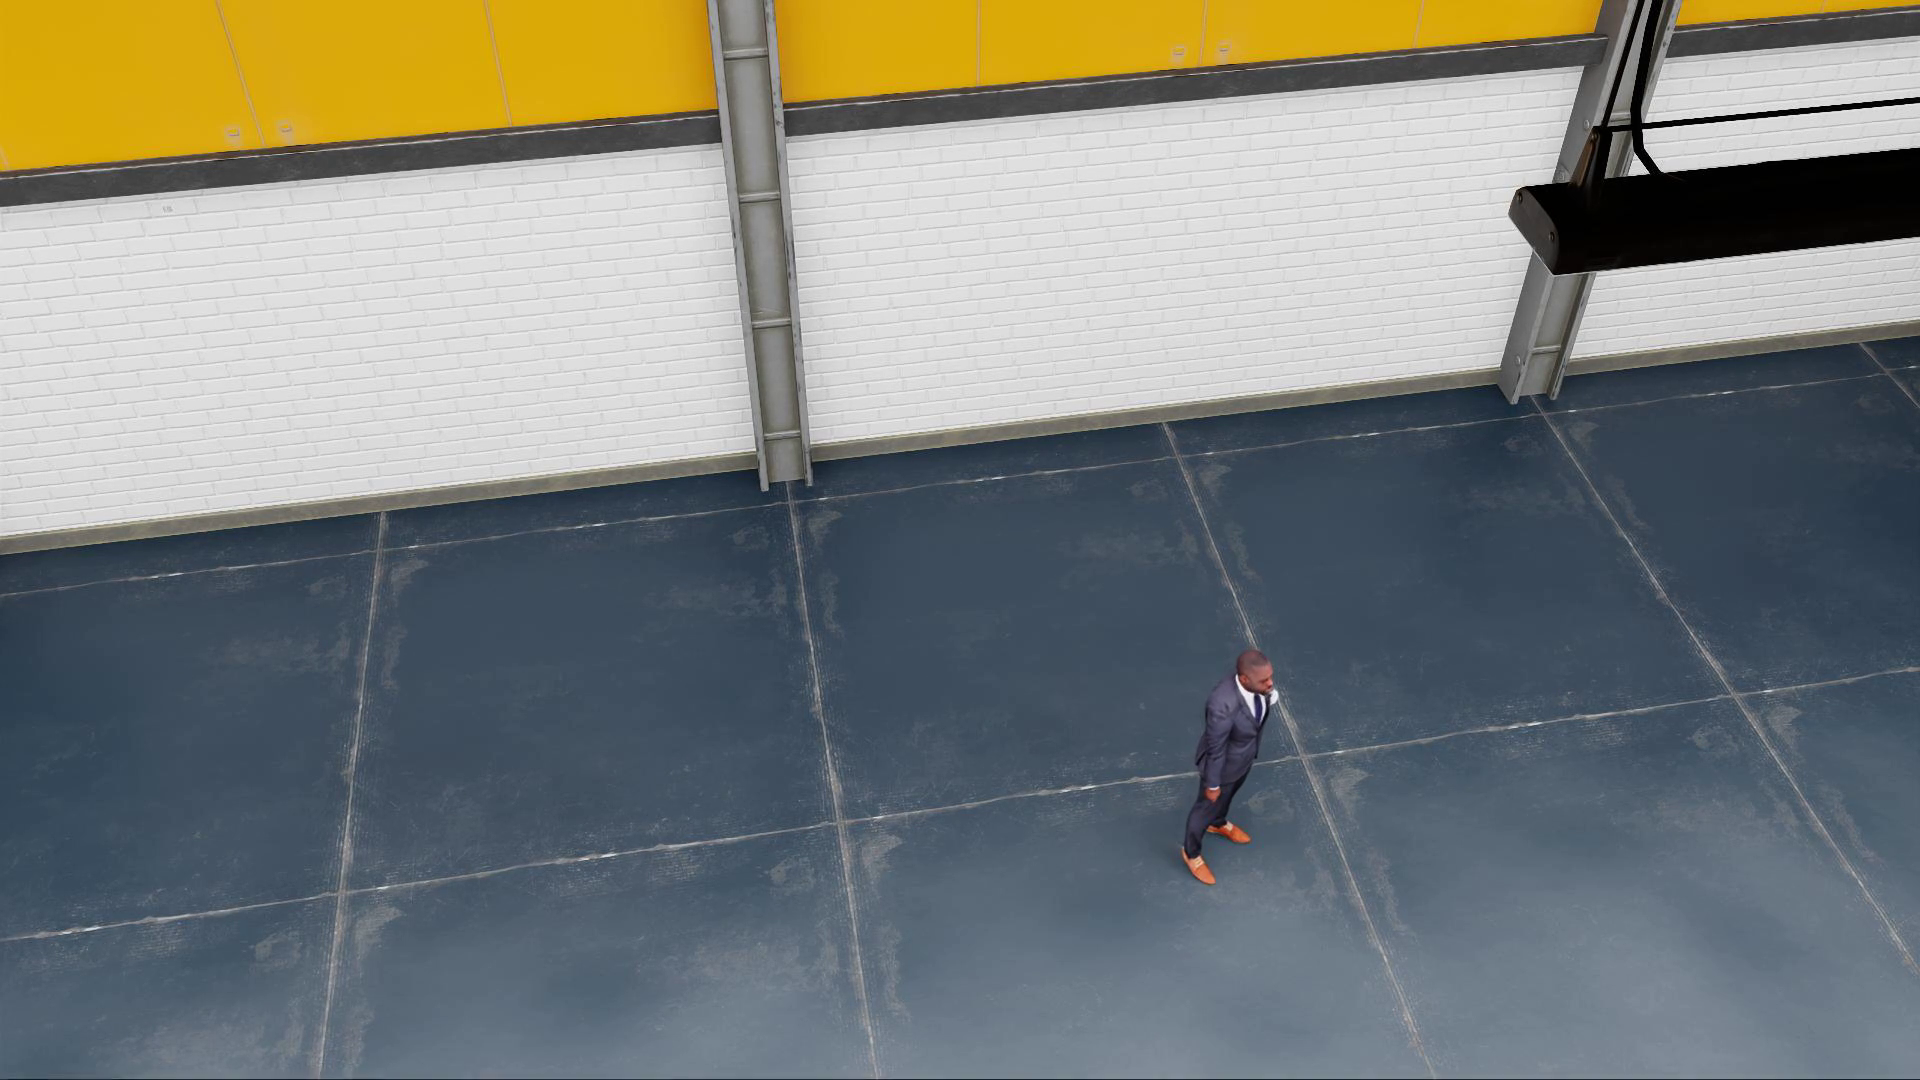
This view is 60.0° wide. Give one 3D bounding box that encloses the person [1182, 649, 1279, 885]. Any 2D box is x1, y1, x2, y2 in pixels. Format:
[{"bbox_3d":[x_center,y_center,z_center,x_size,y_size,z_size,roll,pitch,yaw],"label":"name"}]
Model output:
[{"bbox_3d":[1.533,1.243,9.540,0.850,1.814,0.772,29,51,27],"label":"person"}]
